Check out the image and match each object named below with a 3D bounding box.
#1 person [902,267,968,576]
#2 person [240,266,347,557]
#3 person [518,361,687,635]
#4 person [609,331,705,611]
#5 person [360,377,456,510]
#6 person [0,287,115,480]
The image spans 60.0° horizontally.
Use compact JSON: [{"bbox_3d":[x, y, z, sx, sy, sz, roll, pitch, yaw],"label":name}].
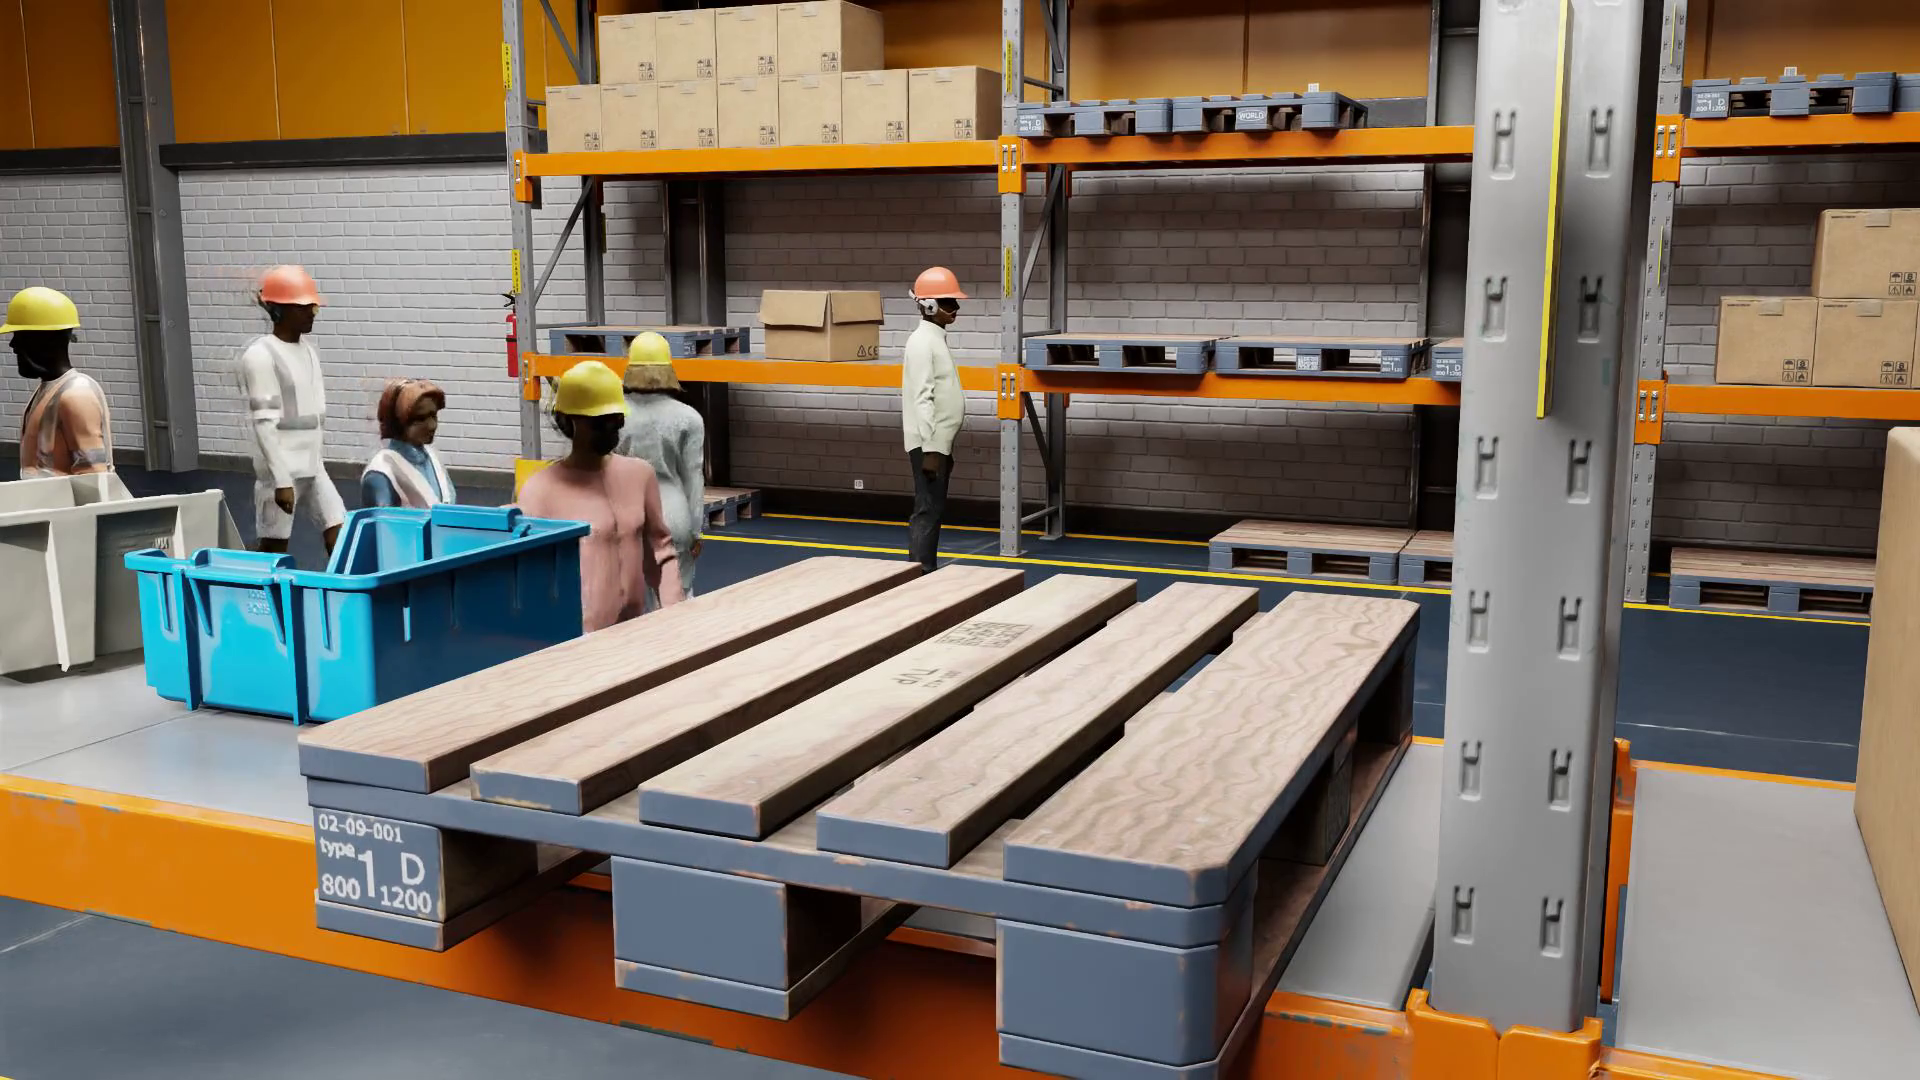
[{"bbox_3d":[-0.143,-0.544,9.471,0.375,1.995,0.610,1,10,6],"label":"person"},{"bbox_3d":[-3.259,-0.367,8.409,0.936,1.999,0.642,1,10,8],"label":"person"},{"bbox_3d":[-1.165,0.285,5.324,0.894,1.725,0.536,7,12,35],"label":"person"},{"bbox_3d":[-1.381,-0.054,7.371,0.483,1.727,0.600,0,9,1],"label":"person"},{"bbox_3d":[-1.876,0.222,5.997,0.722,1.607,0.536,0,9,1],"label":"person"},{"bbox_3d":[-3.524,-0.025,6.562,0.366,1.927,0.591,-8,12,-40],"label":"person"}]
